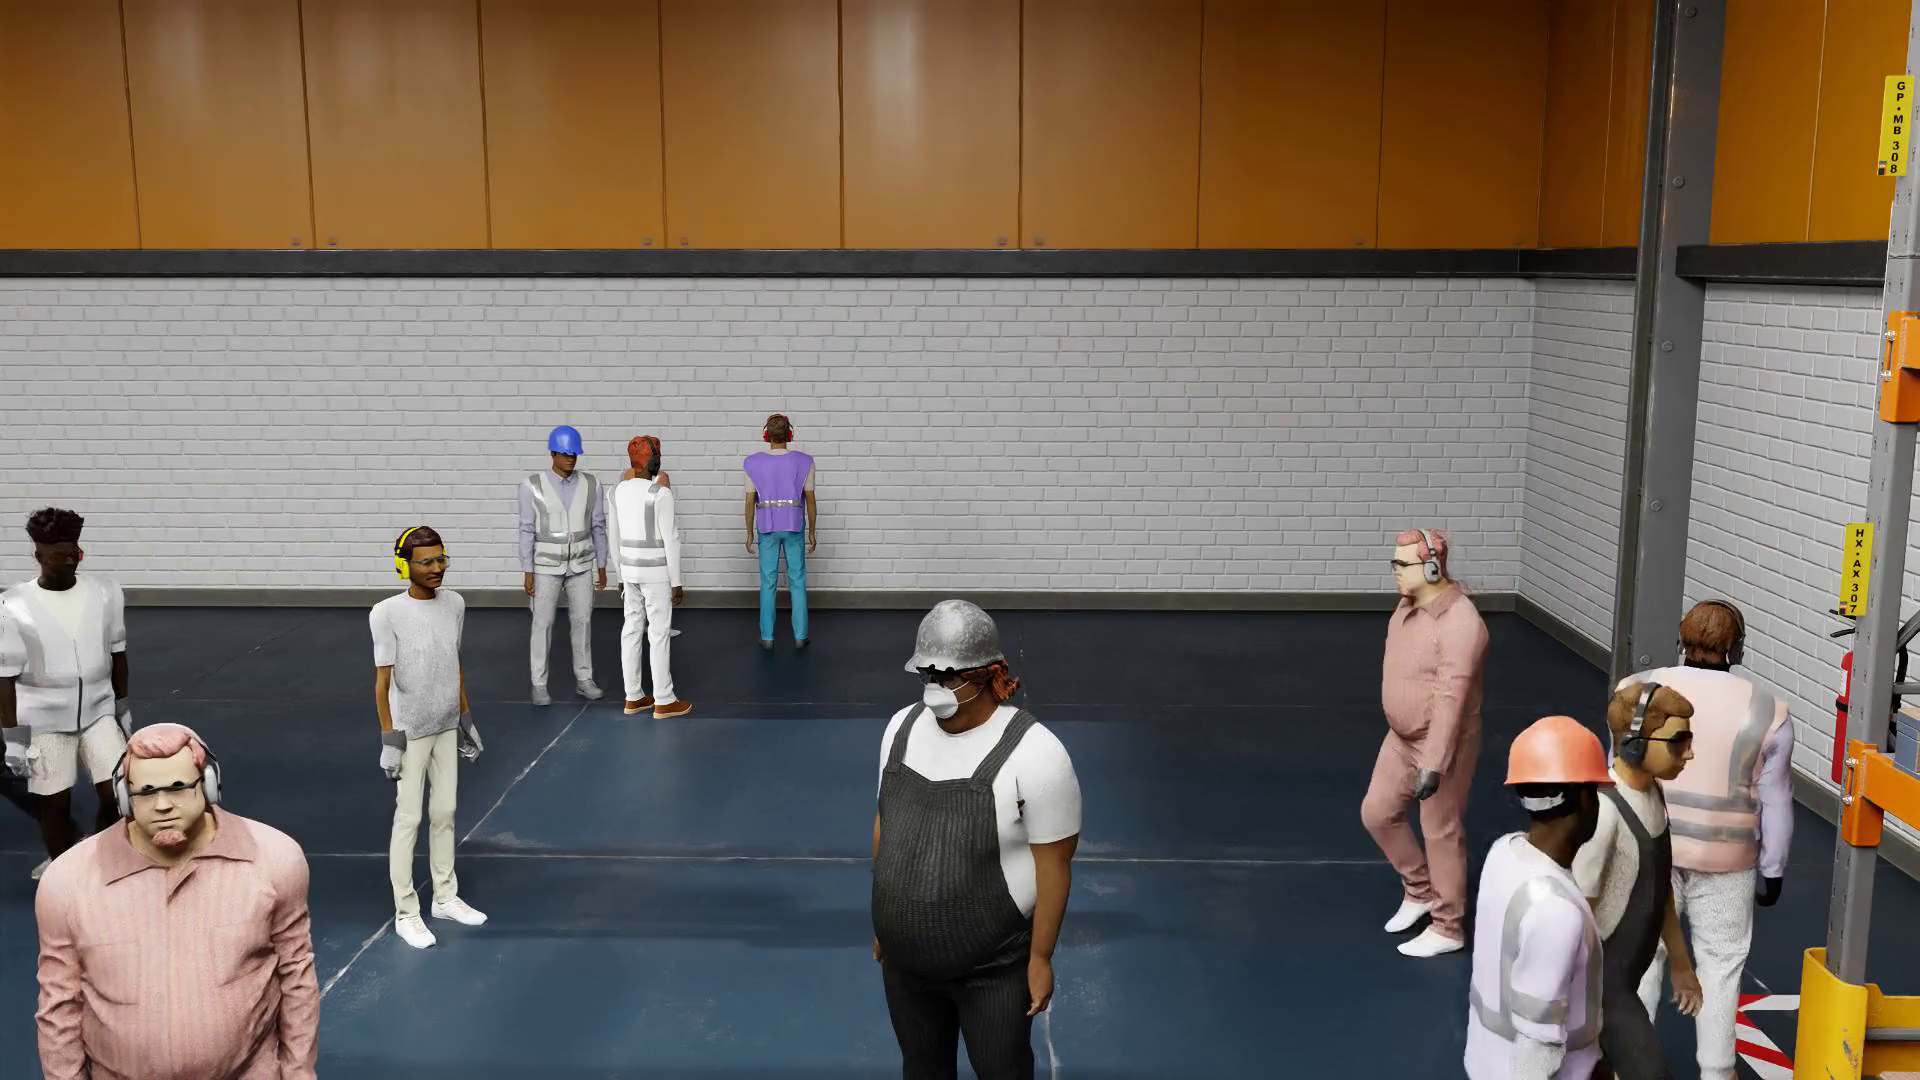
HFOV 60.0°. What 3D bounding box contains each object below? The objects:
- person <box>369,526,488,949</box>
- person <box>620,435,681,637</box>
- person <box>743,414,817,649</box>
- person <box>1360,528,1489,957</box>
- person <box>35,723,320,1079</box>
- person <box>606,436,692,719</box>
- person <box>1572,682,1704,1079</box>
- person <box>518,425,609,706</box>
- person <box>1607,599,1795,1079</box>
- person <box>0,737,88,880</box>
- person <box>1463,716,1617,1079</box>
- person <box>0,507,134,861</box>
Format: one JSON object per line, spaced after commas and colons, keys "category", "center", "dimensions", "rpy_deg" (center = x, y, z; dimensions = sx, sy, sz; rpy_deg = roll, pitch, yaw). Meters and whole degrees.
{"category": "person", "center": [-2.367, 0.860, 7.443], "dimensions": [0.328, 1.869, 0.520], "rpy_deg": [6, 11, 32]}
{"category": "person", "center": [-2.515, -0.022, 13.397], "dimensions": [0.513, 1.642, 0.313], "rpy_deg": [5, 11, 30]}
{"category": "person", "center": [-1.401, -0.059, 12.998], "dimensions": [0.564, 1.850, 0.390], "rpy_deg": [-1, 10, -8]}
{"category": "person", "center": [2.014, 0.884, 7.232], "dimensions": [0.457, 1.887, 0.666], "rpy_deg": [-2, 10, -14]}
{"category": "person", "center": [-1.932, 1.386, 4.171], "dimensions": [0.641, 1.909, 0.401], "rpy_deg": [-5, 11, -26]}
{"category": "person", "center": [-2.073, 0.248, 11.066], "dimensions": [0.574, 1.882, 0.356], "rpy_deg": [6, 11, 31]}
{"category": "person", "center": [2.032, 1.313, 4.864], "dimensions": [0.779, 1.816, 0.522], "rpy_deg": [6, 11, 33]}
{"category": "person", "center": [-2.699, 0.176, 11.373], "dimensions": [0.621, 1.934, 0.437], "rpy_deg": [-5, 11, -30]}
{"category": "person", "center": [2.643, 1.118, 5.989], "dimensions": [0.631, 1.839, 0.429], "rpy_deg": [6, 11, 32]}
{"category": "person", "center": [-4.683, 0.754, 7.859], "dimensions": [1.023, 1.951, 0.624], "rpy_deg": [-5, 11, -29]}
{"category": "person", "center": [1.549, 1.388, 4.222], "dimensions": [0.745, 1.887, 0.561], "rpy_deg": [1, 9, 3]}
{"category": "person", "center": [-4.015, 0.808, 7.511], "dimensions": [0.574, 1.939, 0.627], "rpy_deg": [8, 13, 41]}
